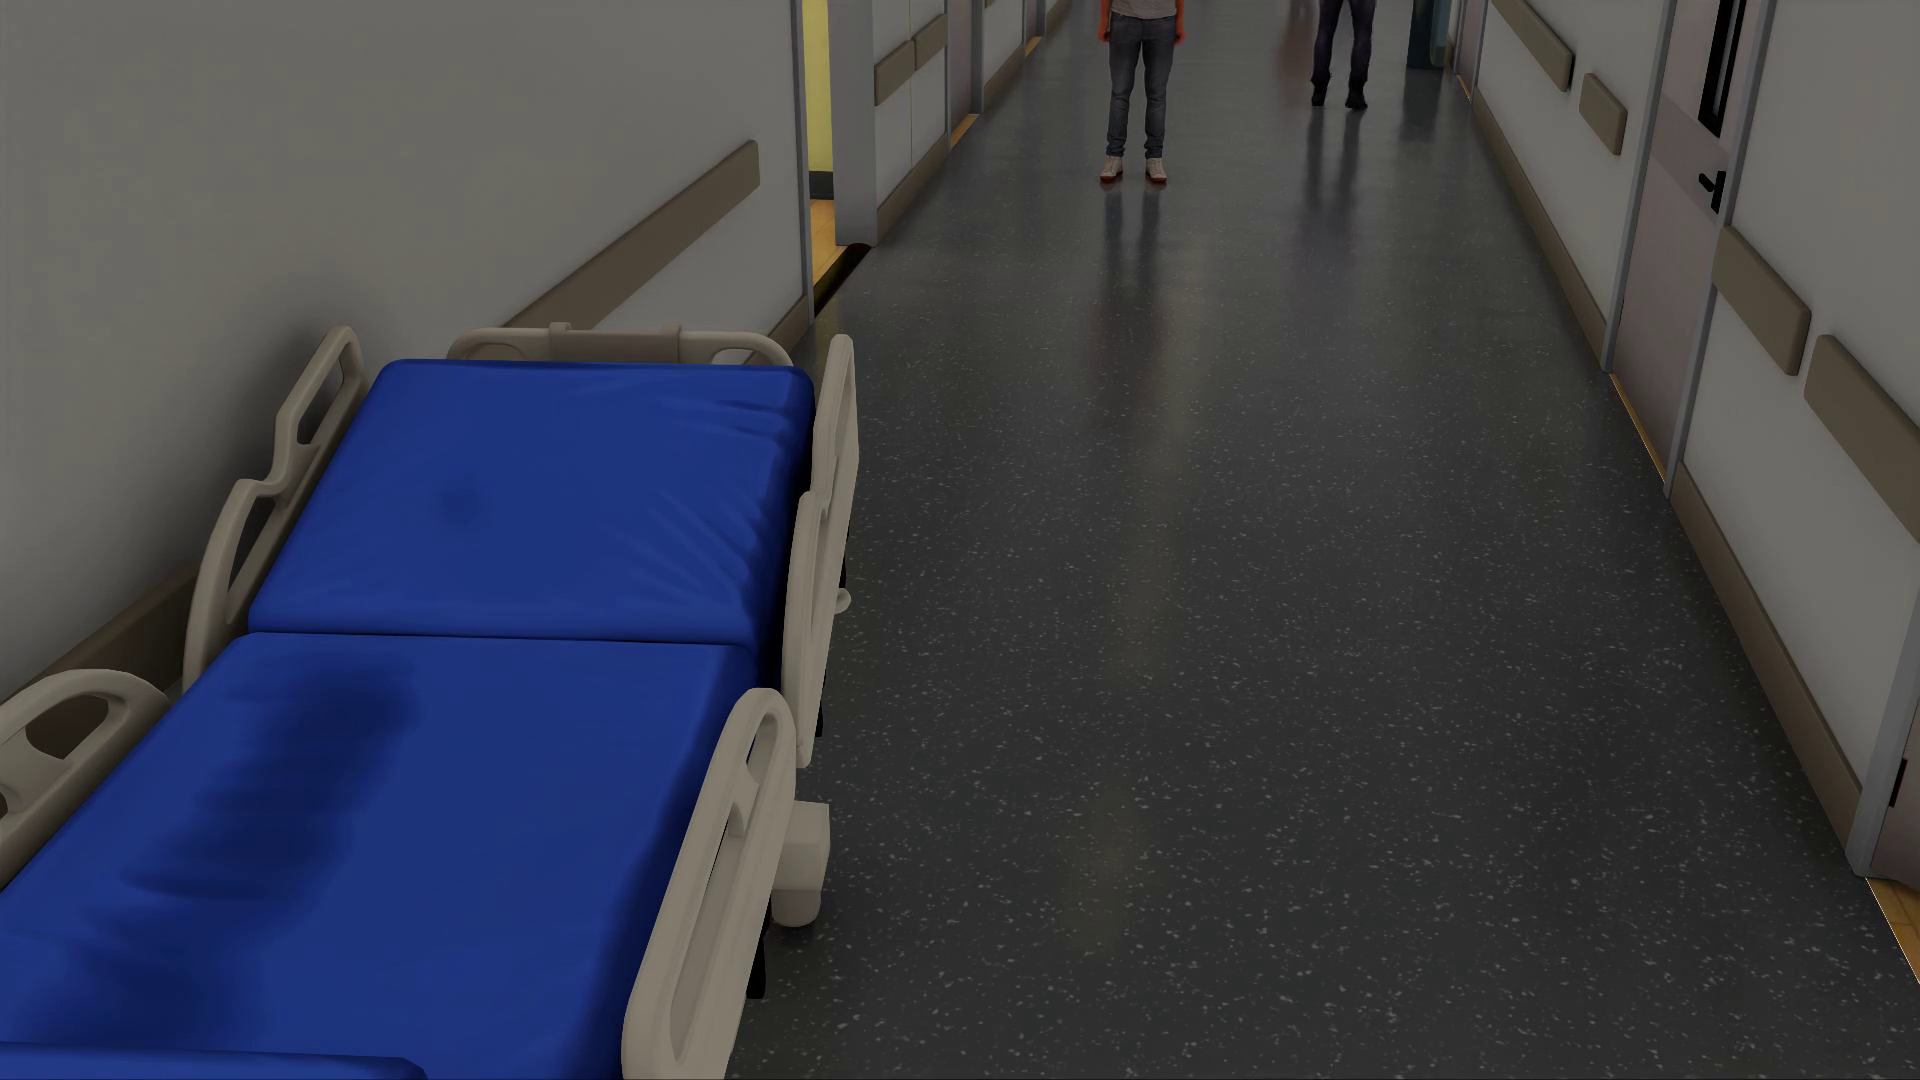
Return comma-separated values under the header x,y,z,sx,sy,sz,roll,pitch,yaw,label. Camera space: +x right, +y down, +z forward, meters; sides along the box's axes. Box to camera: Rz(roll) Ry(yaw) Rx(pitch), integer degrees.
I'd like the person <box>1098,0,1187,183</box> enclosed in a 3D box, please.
x,y,z,sx,sy,sz,roll,pitch,yaw,label
1.075,-3.073,9.748,0.516,1.897,0.749,2,26,3,person

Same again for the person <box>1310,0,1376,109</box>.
x,y,z,sx,sy,sz,roll,pitch,yaw,label
2.726,-3.990,11.713,0.635,1.844,0.786,9,27,18,person
